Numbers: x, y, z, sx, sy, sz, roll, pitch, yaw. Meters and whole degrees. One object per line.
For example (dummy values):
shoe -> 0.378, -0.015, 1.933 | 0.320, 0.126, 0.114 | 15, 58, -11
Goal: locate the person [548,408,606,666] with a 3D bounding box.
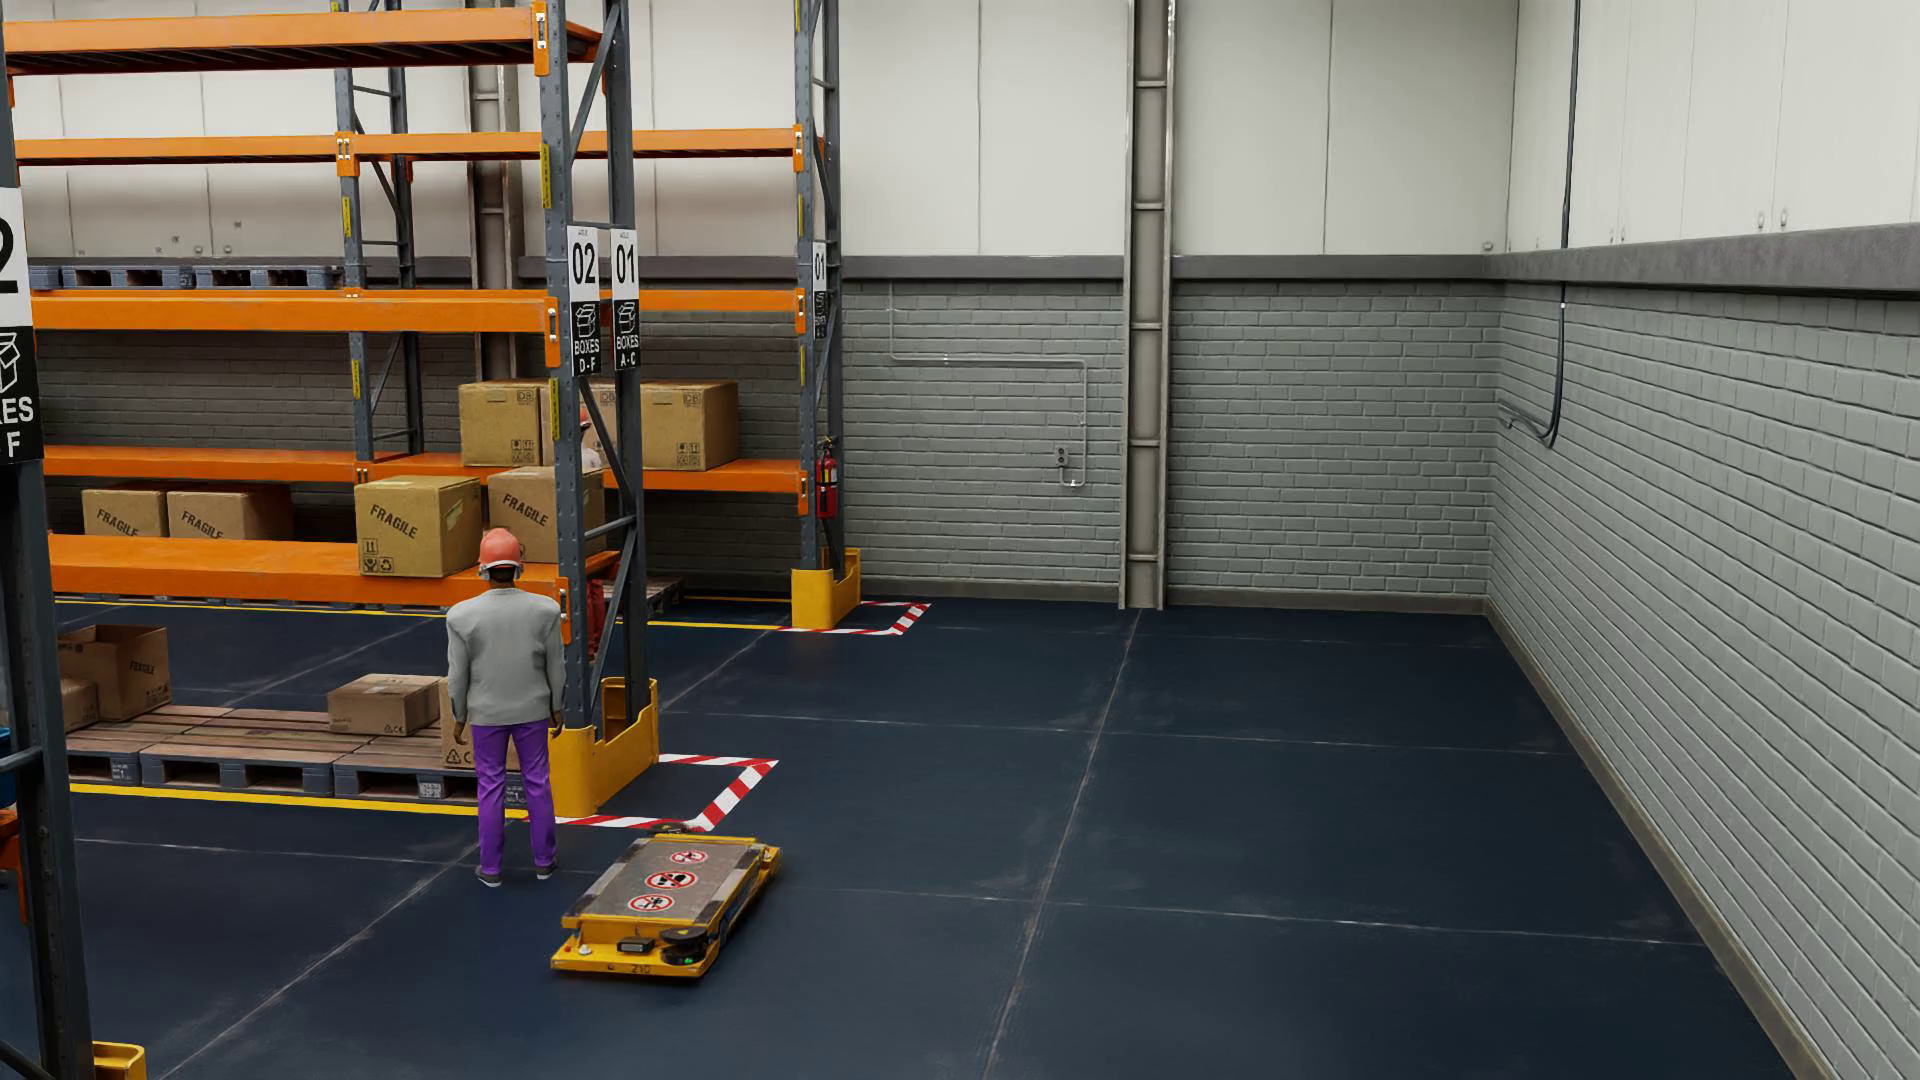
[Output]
person -> -2.917, -0.036, 12.651 | 0.393, 1.992, 0.622 | 1, 9, 8

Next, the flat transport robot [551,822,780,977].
flat transport robot -> -1.315, 1.627, 7.666 | 0.652, 0.197, 1.431 | 1, 9, 7

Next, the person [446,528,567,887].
person -> -2.206, 0.812, 8.122 | 0.564, 1.755, 0.323 | -4, 10, -22
